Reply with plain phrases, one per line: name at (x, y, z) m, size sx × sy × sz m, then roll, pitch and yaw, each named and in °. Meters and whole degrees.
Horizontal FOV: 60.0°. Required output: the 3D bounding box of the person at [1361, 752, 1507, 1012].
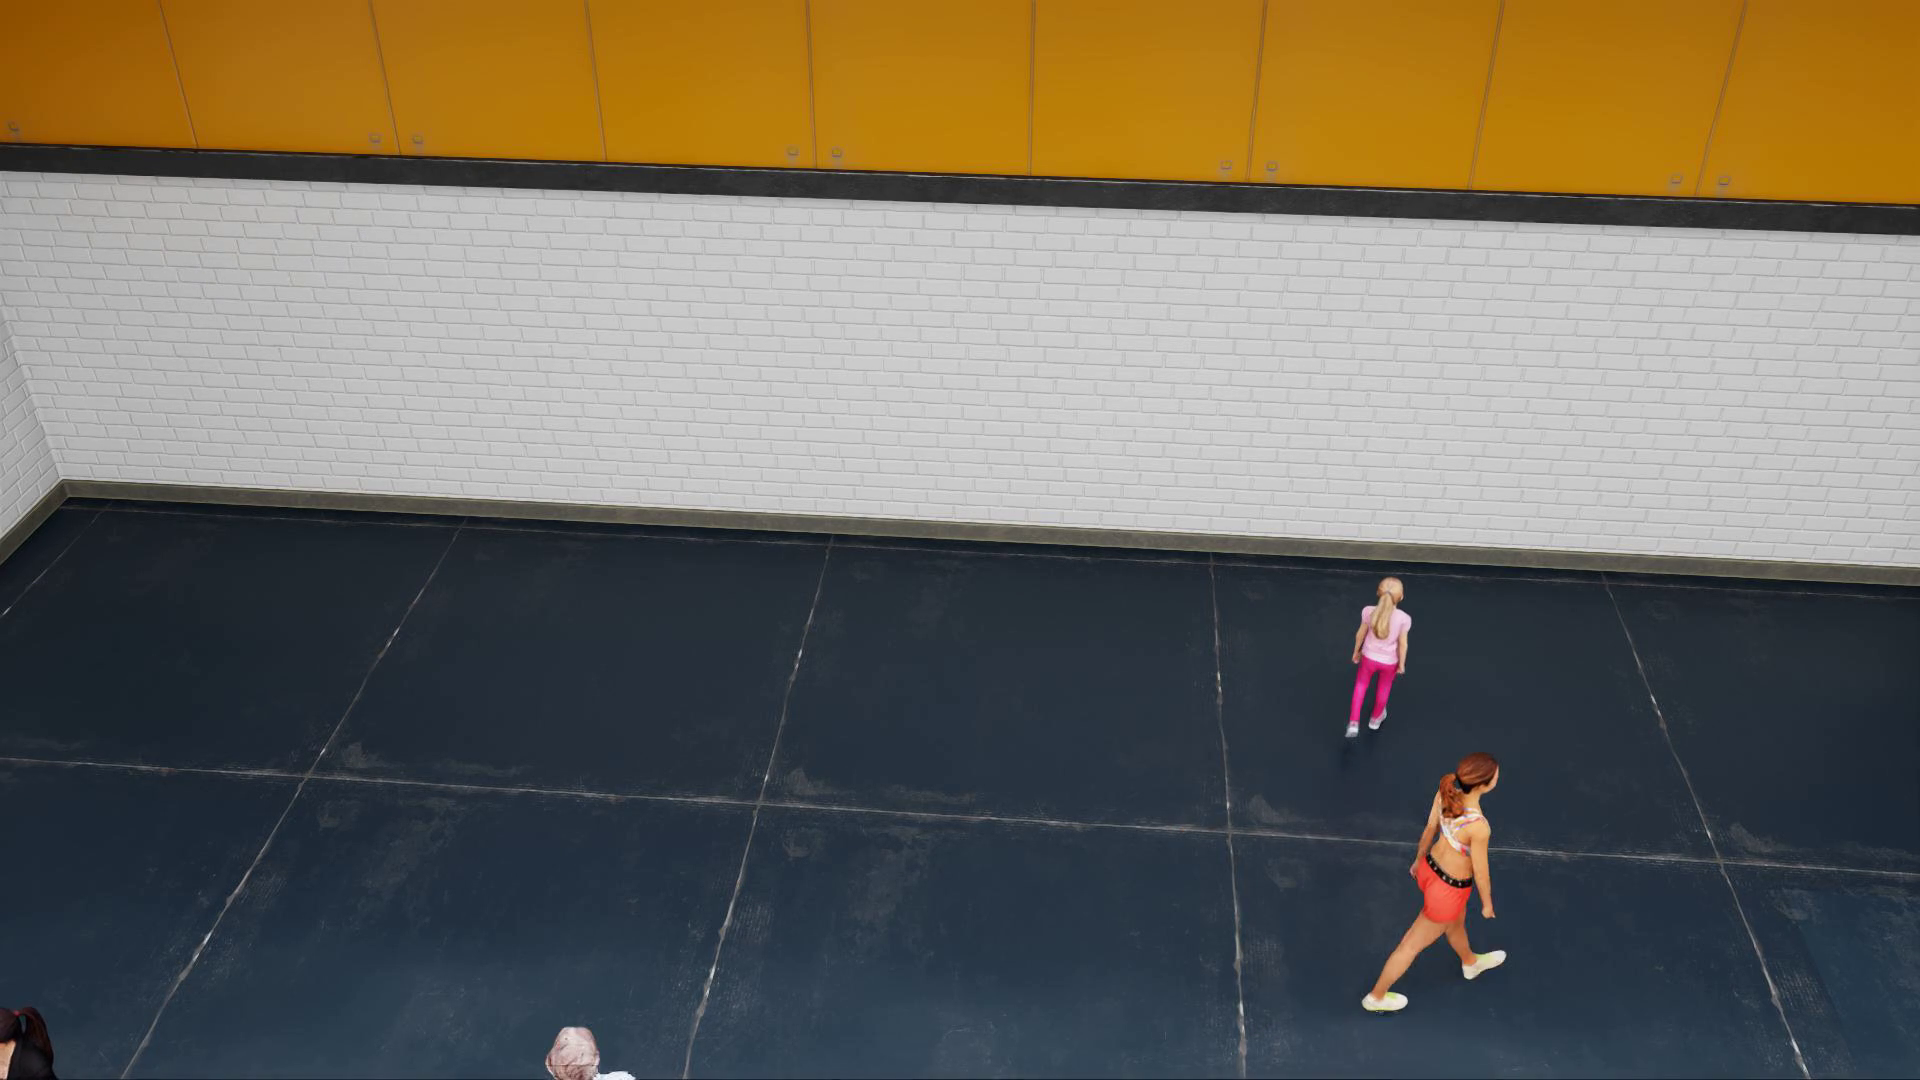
person at (2.492, 1.872, 8.834) m, size 0.928 × 1.746 × 1.138 m, roll -8°, pitch 35°, yaw -13°

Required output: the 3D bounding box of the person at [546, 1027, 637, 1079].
person at (-1.562, 2.883, 7.265) m, size 1.010 × 1.801 × 1.176 m, roll -15°, pitch 36°, yaw -21°

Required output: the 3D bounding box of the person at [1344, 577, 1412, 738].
person at (2.737, 0.790, 10.900) m, size 0.661 × 1.262 × 0.842 m, roll 15°, pitch 36°, yaw 21°
